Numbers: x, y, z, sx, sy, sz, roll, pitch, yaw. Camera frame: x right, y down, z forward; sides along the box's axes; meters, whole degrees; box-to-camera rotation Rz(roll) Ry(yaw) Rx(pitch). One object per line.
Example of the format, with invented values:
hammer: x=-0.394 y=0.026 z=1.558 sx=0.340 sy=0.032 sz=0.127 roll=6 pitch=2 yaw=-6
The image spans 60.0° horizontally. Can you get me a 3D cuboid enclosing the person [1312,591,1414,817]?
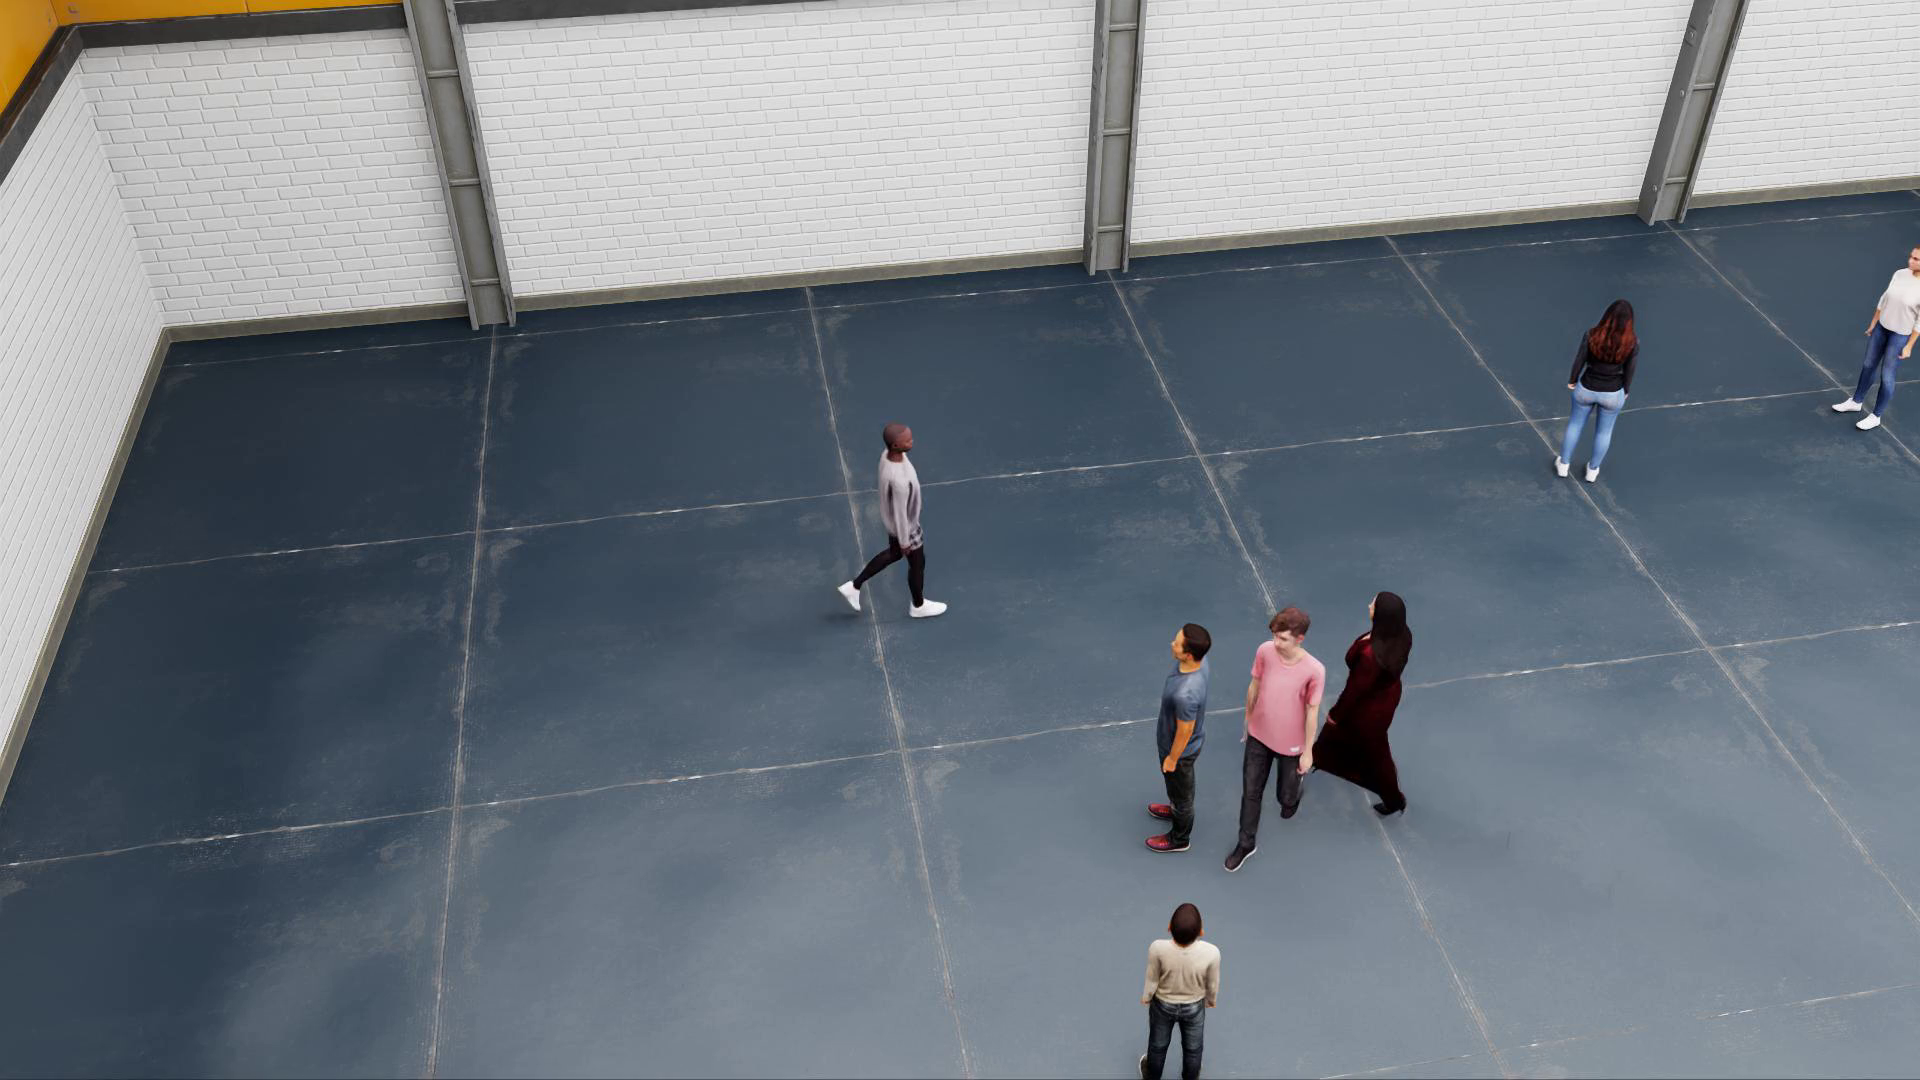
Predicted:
person: x=2.679 y=1.090 z=10.519 sx=1.179 sy=1.707 sz=1.075 roll=20 pitch=43 yaw=23

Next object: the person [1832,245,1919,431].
person: x=7.890 y=-1.737 z=14.049 sx=0.560 sy=1.719 sz=0.643 roll=-12 pitch=40 yaw=-14

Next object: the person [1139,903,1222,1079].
person: x=1.175 y=2.486 z=8.967 sx=0.505 sy=1.463 sz=0.662 roll=2 pitch=39 yaw=3

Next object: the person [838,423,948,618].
person: x=-0.506 y=-0.118 z=11.992 sx=1.030 sy=1.758 sz=0.649 roll=-8 pitch=39 yaw=-9

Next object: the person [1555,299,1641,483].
person: x=5.184 y=-1.211 z=13.463 sx=0.671 sy=1.630 sz=0.769 roll=15 pitch=41 yaw=18

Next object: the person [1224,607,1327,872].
person: x=1.993 y=1.179 z=10.219 sx=1.036 sy=1.943 sz=1.102 roll=22 pitch=43 yaw=25

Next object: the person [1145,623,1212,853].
person: x=1.379 y=1.216 z=10.279 sx=0.687 sy=1.810 sz=0.727 roll=8 pitch=39 yaw=10
